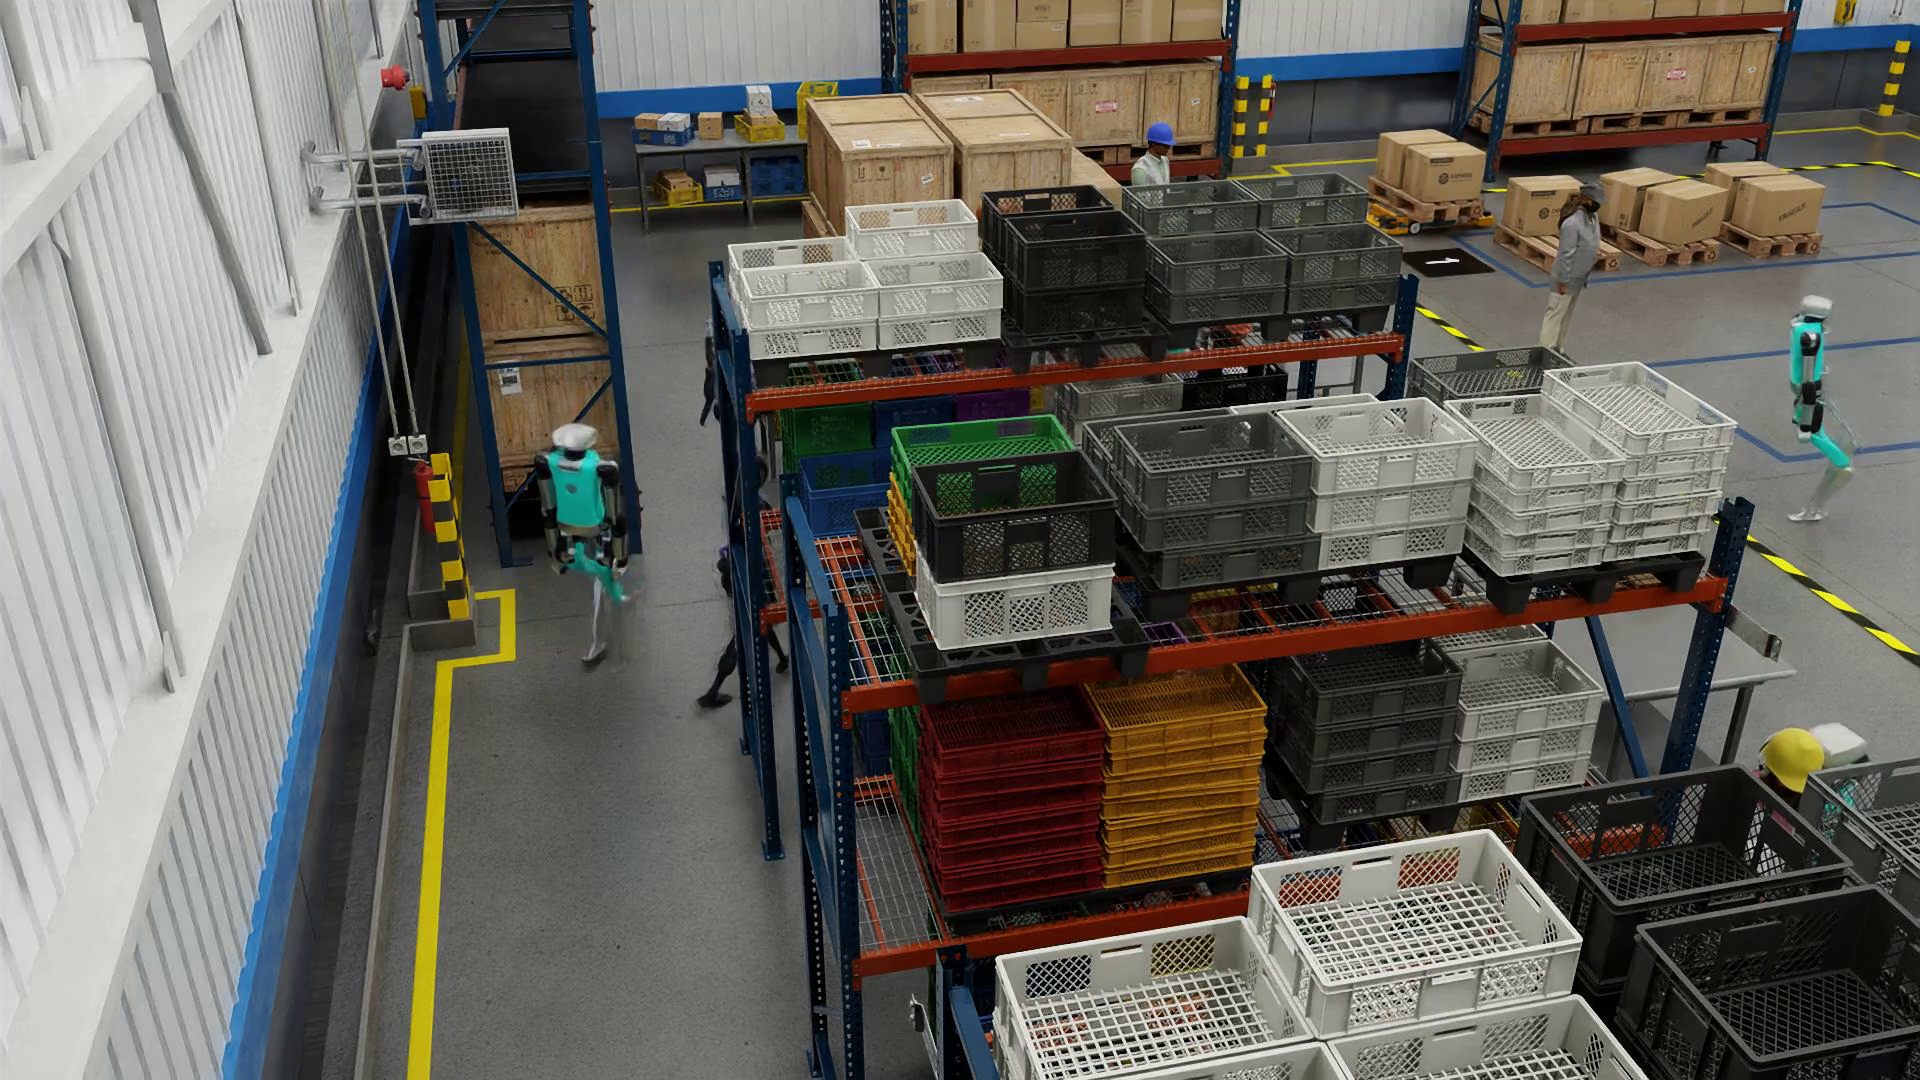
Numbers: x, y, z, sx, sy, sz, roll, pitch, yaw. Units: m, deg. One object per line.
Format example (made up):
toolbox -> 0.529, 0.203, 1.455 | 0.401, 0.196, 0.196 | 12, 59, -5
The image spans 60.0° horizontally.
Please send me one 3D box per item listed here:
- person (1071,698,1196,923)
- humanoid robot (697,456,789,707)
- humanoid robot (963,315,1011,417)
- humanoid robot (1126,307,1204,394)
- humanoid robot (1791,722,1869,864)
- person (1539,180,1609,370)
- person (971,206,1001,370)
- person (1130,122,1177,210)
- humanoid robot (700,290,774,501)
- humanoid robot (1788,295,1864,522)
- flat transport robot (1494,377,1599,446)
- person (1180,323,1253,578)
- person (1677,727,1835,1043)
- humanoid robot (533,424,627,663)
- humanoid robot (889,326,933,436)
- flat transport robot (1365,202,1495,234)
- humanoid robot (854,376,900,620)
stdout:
person -> 0.798, 1.197, 8.165 | 0.969, 1.768, 0.635 | 1, 28, 2
humanoid robot -> -1.289, 0.225, 10.164 | 0.833, 1.621, 0.589 | -17, 32, -28
humanoid robot -> 0.039, -1.211, 12.803 | 1.002, 1.763, 0.536 | -5, 28, -9
humanoid robot -> 1.458, -1.087, 12.543 | 1.051, 1.727, 0.555 | 21, 34, 34
humanoid robot -> 3.888, 1.697, 7.236 | 0.561, 1.737, 0.852 | -17, 32, -29
person -> 5.491, -2.368, 14.936 | 0.406, 1.762, 0.564 | 22, 35, 35
person -> 0.194, -1.882, 13.892 | 0.526, 1.869, 0.613 | -3, 28, -6
person -> 1.846, -3.075, 16.095 | 0.411, 1.939, 0.602 | 17, 32, 29
humanoid robot -> -1.683, -1.071, 12.572 | 0.615, 1.639, 0.382 | -21, 34, -34
humanoid robot -> 6.366, -0.894, 12.199 | 0.809, 1.793, 0.535 | 9, 29, 16
flat transport robot -> 4.780, -1.036, 14.013 | 0.659, 0.231, 1.431 | -6, 28, -12
person -> 1.753, -0.662, 11.422 | 0.416, 2.032, 0.608 | -22, 35, -35
person -> 3.483, 1.594, 7.355 | 0.585, 1.824, 0.403 | 1, 28, 1
humanoid robot -> -2.257, 0.060, 10.461 | 0.565, 1.875, 0.758 | 5, 28, 10
humanoid robot -> -0.374, -0.808, 12.060 | 0.362, 1.647, 0.614 | 10, 30, 19
flat transport robot -> 5.358, -3.759, 19.148 | 1.431, 0.197, 0.652 | -9, 29, -16
humanoid robot -> -0.747, -0.208, 10.811 | 0.684, 1.751, 0.543 | -18, 33, -30
